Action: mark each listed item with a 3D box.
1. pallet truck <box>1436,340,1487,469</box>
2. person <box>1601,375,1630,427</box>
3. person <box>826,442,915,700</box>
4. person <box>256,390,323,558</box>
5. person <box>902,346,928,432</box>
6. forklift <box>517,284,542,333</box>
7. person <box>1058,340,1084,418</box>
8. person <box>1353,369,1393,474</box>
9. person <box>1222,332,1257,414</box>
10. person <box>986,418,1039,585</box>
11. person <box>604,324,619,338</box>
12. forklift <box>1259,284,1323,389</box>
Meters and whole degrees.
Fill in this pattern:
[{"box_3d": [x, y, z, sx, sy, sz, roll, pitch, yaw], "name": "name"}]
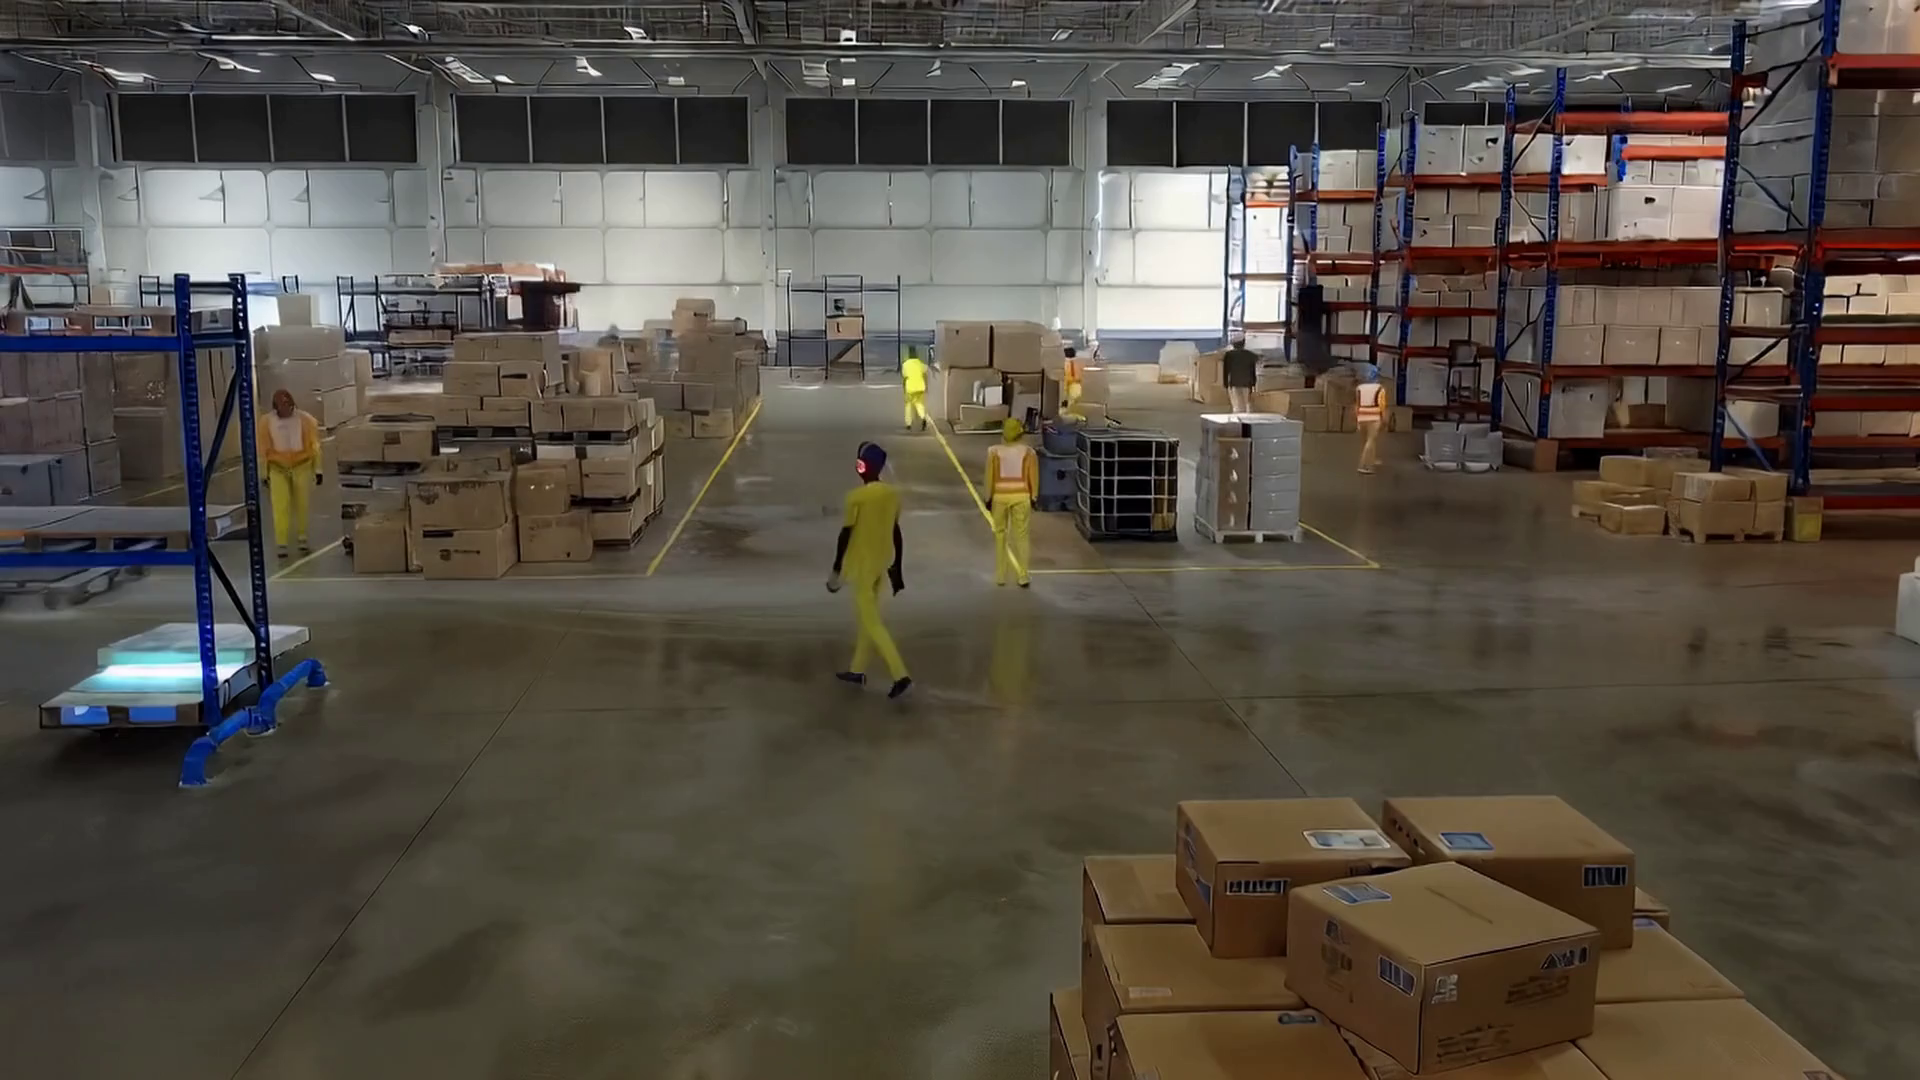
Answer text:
[{"box_3d": [8.004, -2.170, 26.422, 0.823, 1.965, 1.885, 2, 9, 14], "name": "pallet truck"}, {"box_3d": [11.853, -2.629, 29.884, 0.880, 1.806, 0.654, -1, 9, -8], "name": "person"}, {"box_3d": [-0.620, 0.217, 11.975, 0.529, 1.835, 0.939, -9, 13, -44], "name": "person"}, {"box_3d": [-7.209, -0.716, 17.929, 0.646, 1.791, 0.961, -4, 10, -23], "name": "person"}, {"box_3d": [-0.851, -2.901, 32.011, 0.530, 1.666, 0.737, -4, 10, -22], "name": "person"}, {"box_3d": [-9.394, -4.225, 36.556, 1.873, 2.768, 1.129, -1, 9, -4], "name": "forklift"}, {"box_3d": [1.888, -2.552, 29.135, 0.929, 1.892, 0.573, 7, 12, 38], "name": "person"}, {"box_3d": [6.321, -1.812, 25.454, 0.833, 1.596, 0.594, -8, 12, -41], "name": "person"}, {"box_3d": [5.217, -2.901, 31.122, 0.632, 1.959, 0.568, -2, 9, -11], "name": "person"}, {"box_3d": [0.512, -0.369, 16.233, 0.523, 1.638, 0.310, 1, 9, 4], "name": "person"}, {"box_3d": [-7.923, -4.028, 38.393, 0.647, 1.892, 0.978, 2, 9, 10], "name": "person"}, {"box_3d": [7.450, -4.084, 35.671, 1.873, 2.768, 1.129, -1, 9, -4], "name": "forklift"}]
